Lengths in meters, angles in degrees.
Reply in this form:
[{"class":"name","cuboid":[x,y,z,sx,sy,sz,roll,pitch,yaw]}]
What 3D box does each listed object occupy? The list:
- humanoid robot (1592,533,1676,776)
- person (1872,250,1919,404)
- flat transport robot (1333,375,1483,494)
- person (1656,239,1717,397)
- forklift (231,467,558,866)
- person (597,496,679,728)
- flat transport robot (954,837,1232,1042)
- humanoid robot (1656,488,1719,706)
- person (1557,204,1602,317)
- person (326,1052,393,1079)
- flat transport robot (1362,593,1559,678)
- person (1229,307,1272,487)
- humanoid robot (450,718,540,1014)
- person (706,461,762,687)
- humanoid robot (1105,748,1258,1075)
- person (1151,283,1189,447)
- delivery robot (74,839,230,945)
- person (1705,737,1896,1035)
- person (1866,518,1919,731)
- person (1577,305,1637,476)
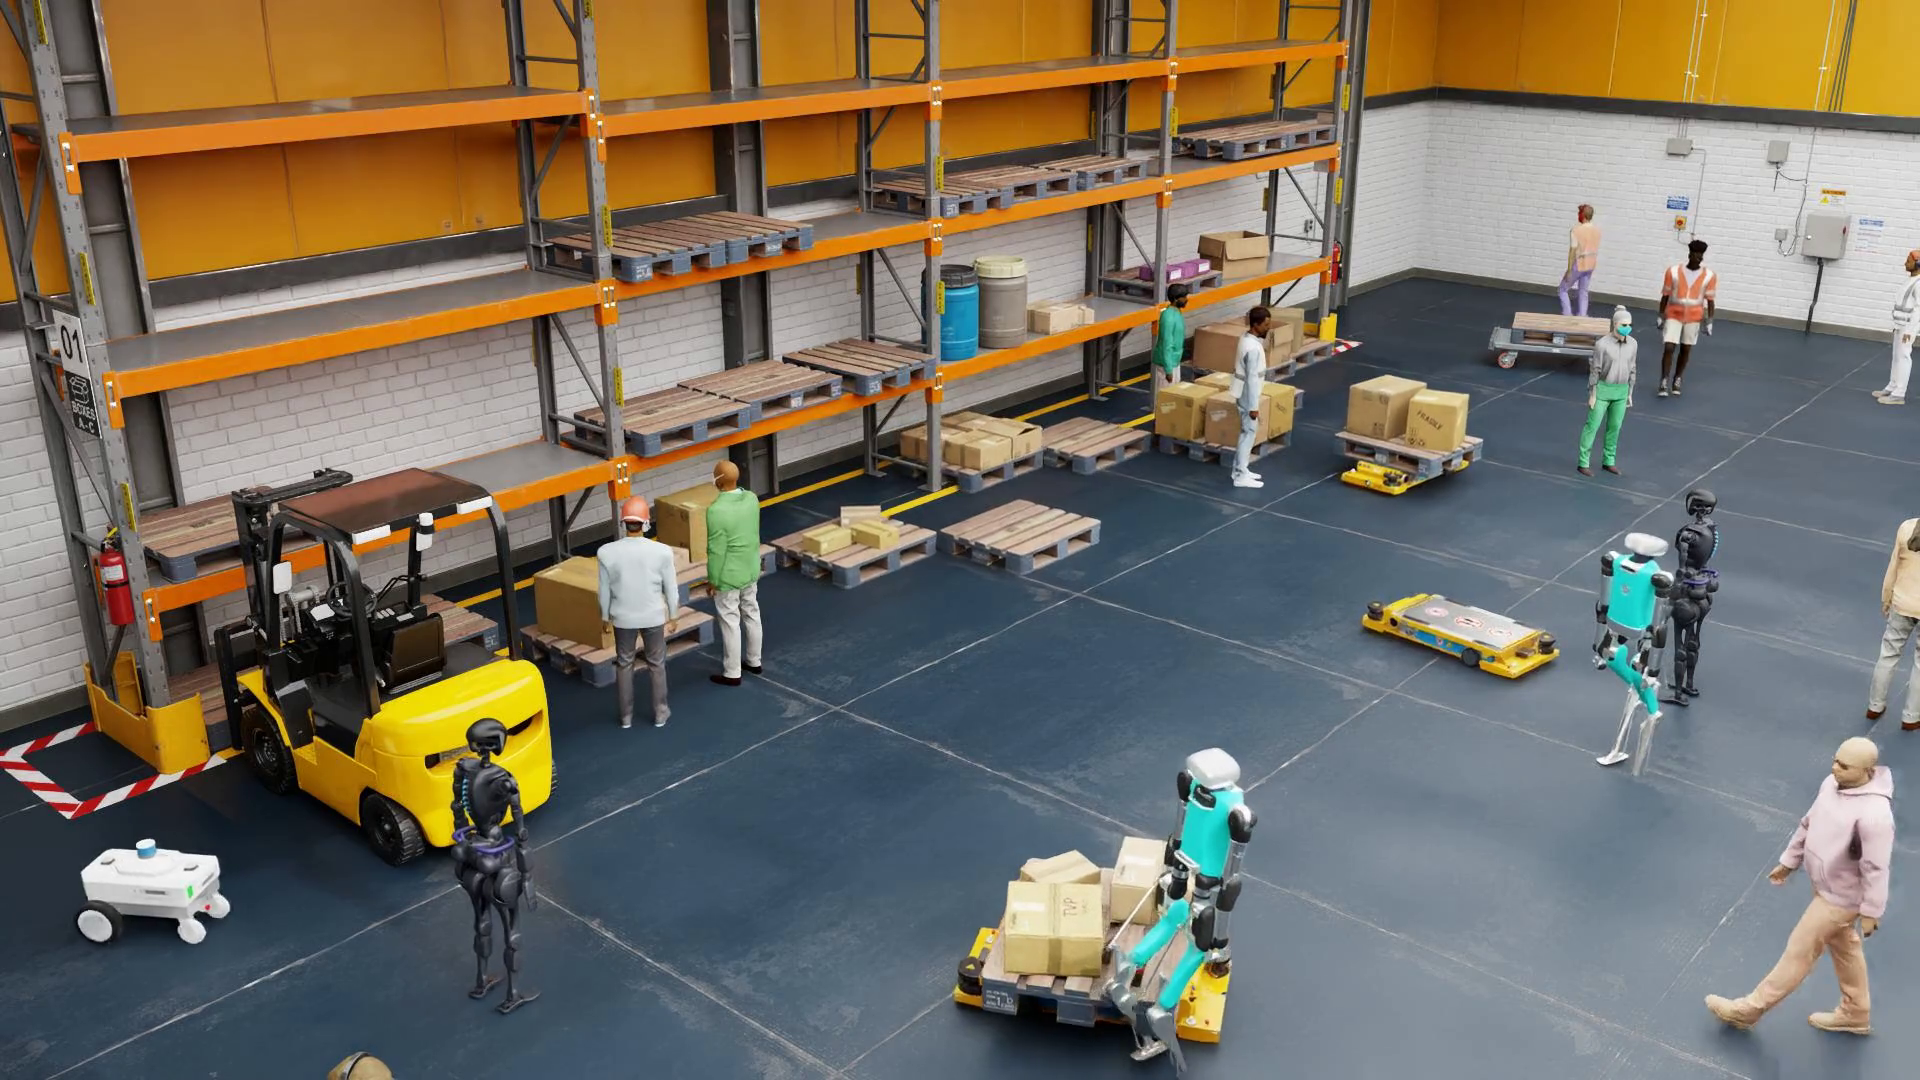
[{"class":"humanoid robot","cuboid":[4.664,0.798,11.351,0.662,1.854,0.542,-12,23,-29]},{"class":"person","cuboid":[11.507,-2.597,20.258,0.350,1.882,0.582,6,21,16]},{"class":"flat transport robot","cuboid":[4.741,-0.788,17.685,1.431,0.231,0.659,-18,27,-40]},{"class":"person","cuboid":[8.927,-2.702,20.443,0.634,1.944,0.742,6,21,16]},{"class":"forklift","cuboid":[-3.730,0.710,10.856,2.313,2.155,1.214,17,26,38]},{"class":"person","cuboid":[-2.312,0.524,12.006,0.573,1.740,0.345,-3,20,-8]},{"class":"flat transport robot","cuboid":[0.736,2.383,9.095,1.431,0.231,0.659,5,21,13]},{"class":"humanoid robot","cuboid":[5.424,0.413,12.378,0.599,1.657,0.315,-19,27,-41]},{"class":"person","cuboid":[8.846,-3.878,23.801,0.602,1.824,0.544,-10,22,-24]},{"class":"person","cuboid":[-2.046,2.657,5.943,0.373,1.940,0.626,2,20,5]},{"class":"flat transport robot","cuboid":[4.059,0.747,13.528,0.659,0.231,1.431,-17,26,-38]},{"class":"person","cuboid":[2.990,-1.478,17.205,0.401,1.909,0.597,1,20,4]},{"class":"humanoid robot","cuboid":[-2.495,1.718,8.862,0.609,1.653,0.305,14,24,33]},{"class":"person","cuboid":[-1.727,0.248,12.695,0.383,1.785,0.538,13,24,32]},{"class":"humanoid robot","cuboid":[1.035,1.932,8.252,0.745,1.821,0.553,-11,23,-26]},{"class":"person","cuboid":[2.335,-1.954,18.576,0.402,1.843,0.499,7,21,18]},{"class":"delivery robot","cuboid":[-4.704,2.030,9.664,0.812,0.614,0.499,2,20,7]},{"class":"person","cuboid":[4.414,1.795,8.564,0.895,1.738,0.511,4,21,11]},{"class":"person","cuboid":[6.912,0.486,11.942,0.565,1.867,0.406,19,27,41]},{"class":"person","cuboid":[6.866,-1.572,17.559,0.512,1.835,0.343,-4,21,-10]}]
